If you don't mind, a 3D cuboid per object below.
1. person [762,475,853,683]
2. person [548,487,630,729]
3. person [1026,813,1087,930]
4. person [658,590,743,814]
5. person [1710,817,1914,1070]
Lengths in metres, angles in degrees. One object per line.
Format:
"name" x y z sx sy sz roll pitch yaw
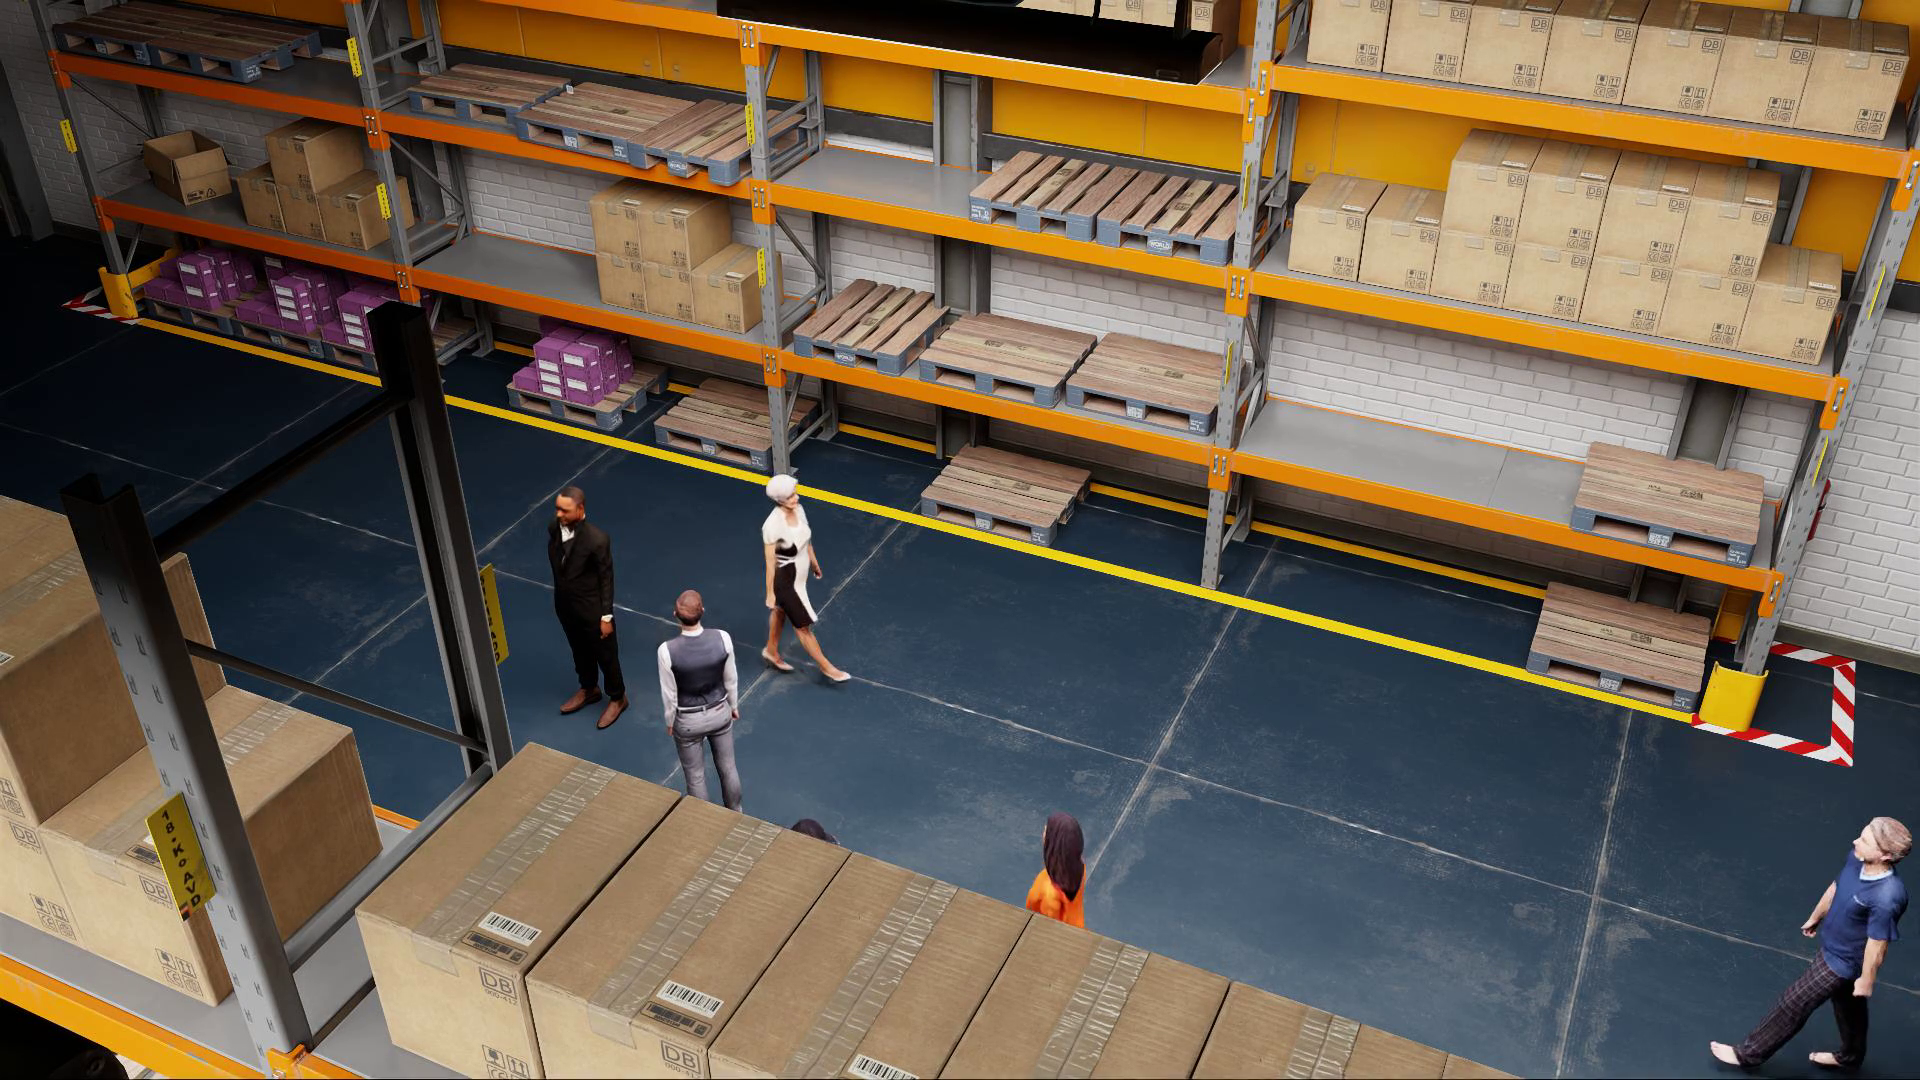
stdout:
"person" -1.327 0.275 12.110 1.015 1.726 0.707 11 35 16
"person" -2.631 0.444 11.695 0.588 1.905 0.770 19 38 27
"person" 0.610 2.239 9.154 0.712 1.728 0.658 9 35 13
"person" -1.649 1.118 10.650 0.741 1.938 0.790 -13 36 -19
"person" 4.899 2.266 9.019 1.139 1.833 0.820 7 34 10
